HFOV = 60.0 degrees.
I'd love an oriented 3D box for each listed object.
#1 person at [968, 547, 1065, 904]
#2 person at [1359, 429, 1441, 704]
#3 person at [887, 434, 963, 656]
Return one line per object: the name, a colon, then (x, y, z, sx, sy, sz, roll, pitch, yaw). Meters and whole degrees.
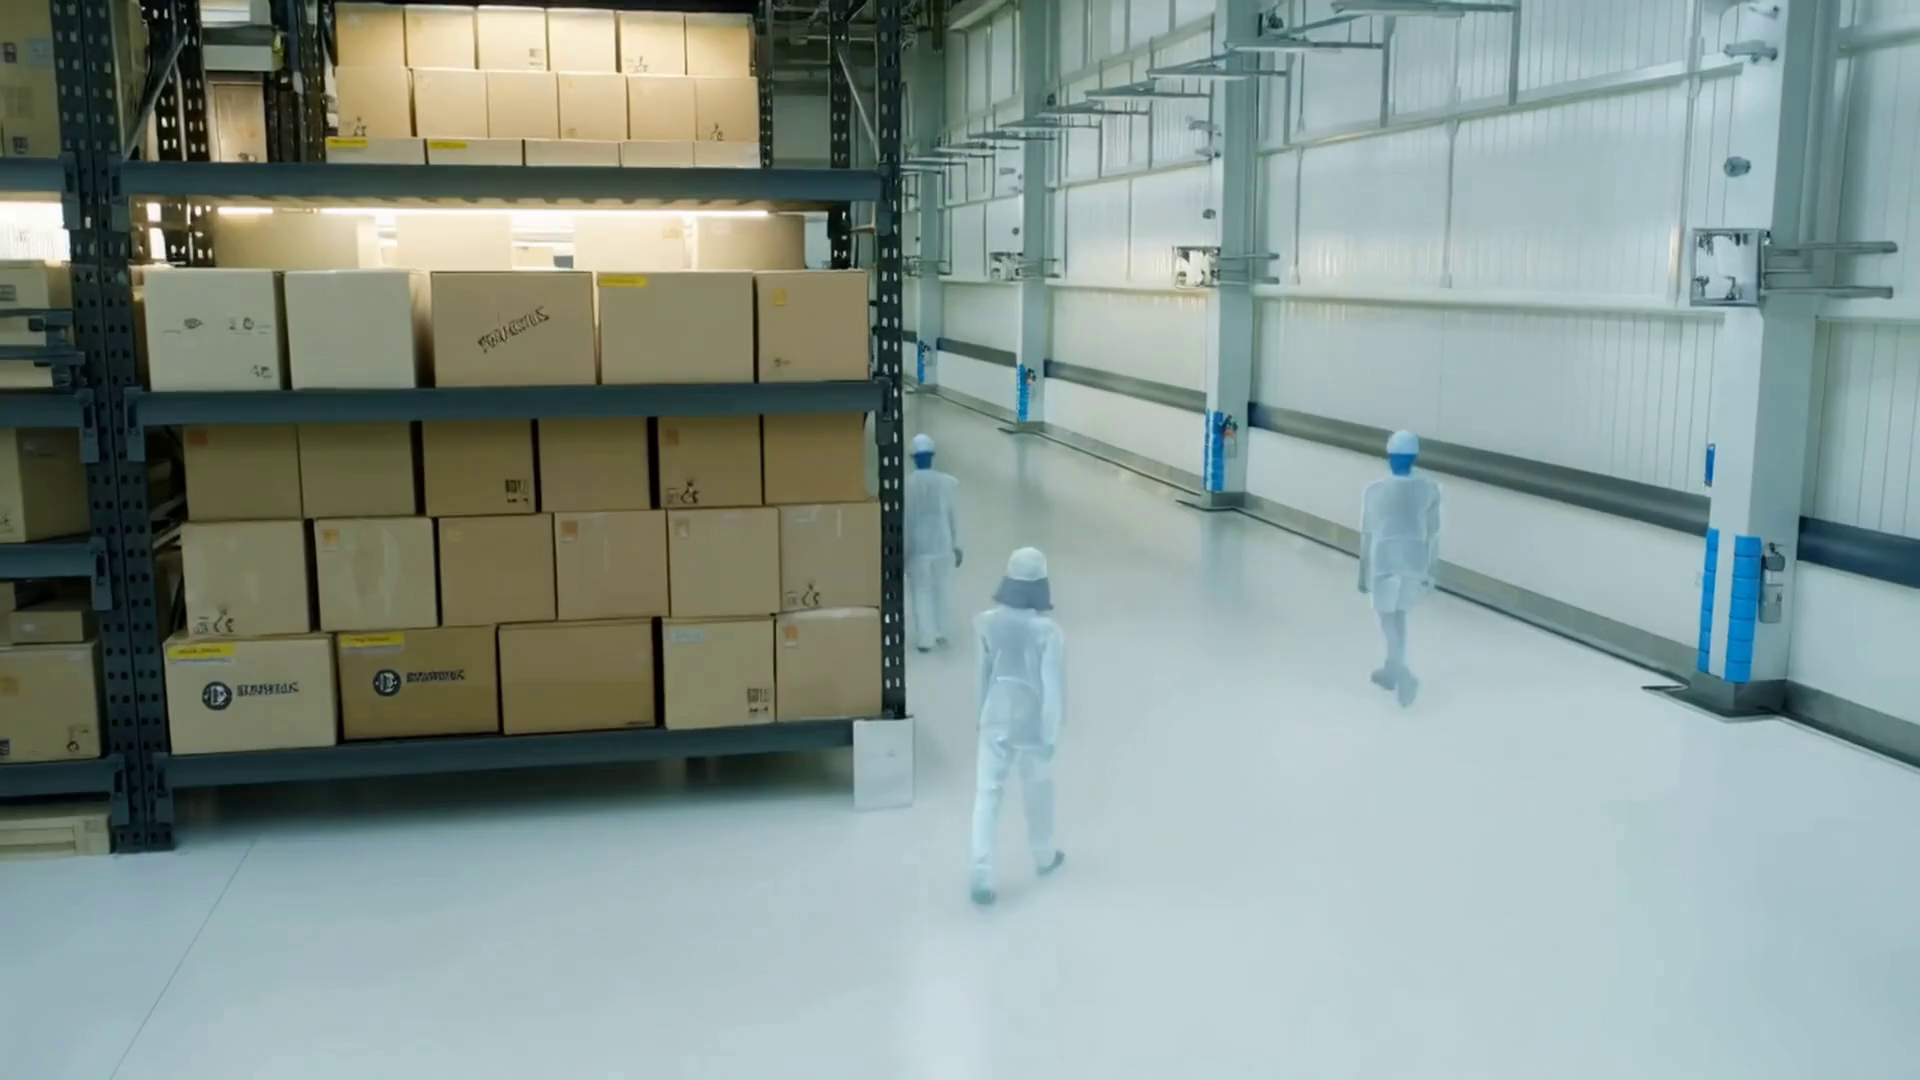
person: (0.267, 0.880, 8.030, 0.500, 1.701, 0.889, 4, 10, 21)
person: (3.097, 0.182, 11.670, 0.551, 1.911, 0.899, -1, 9, -6)
person: (-0.284, 0.029, 13.110, 0.586, 1.730, 0.595, -2, 9, -9)
